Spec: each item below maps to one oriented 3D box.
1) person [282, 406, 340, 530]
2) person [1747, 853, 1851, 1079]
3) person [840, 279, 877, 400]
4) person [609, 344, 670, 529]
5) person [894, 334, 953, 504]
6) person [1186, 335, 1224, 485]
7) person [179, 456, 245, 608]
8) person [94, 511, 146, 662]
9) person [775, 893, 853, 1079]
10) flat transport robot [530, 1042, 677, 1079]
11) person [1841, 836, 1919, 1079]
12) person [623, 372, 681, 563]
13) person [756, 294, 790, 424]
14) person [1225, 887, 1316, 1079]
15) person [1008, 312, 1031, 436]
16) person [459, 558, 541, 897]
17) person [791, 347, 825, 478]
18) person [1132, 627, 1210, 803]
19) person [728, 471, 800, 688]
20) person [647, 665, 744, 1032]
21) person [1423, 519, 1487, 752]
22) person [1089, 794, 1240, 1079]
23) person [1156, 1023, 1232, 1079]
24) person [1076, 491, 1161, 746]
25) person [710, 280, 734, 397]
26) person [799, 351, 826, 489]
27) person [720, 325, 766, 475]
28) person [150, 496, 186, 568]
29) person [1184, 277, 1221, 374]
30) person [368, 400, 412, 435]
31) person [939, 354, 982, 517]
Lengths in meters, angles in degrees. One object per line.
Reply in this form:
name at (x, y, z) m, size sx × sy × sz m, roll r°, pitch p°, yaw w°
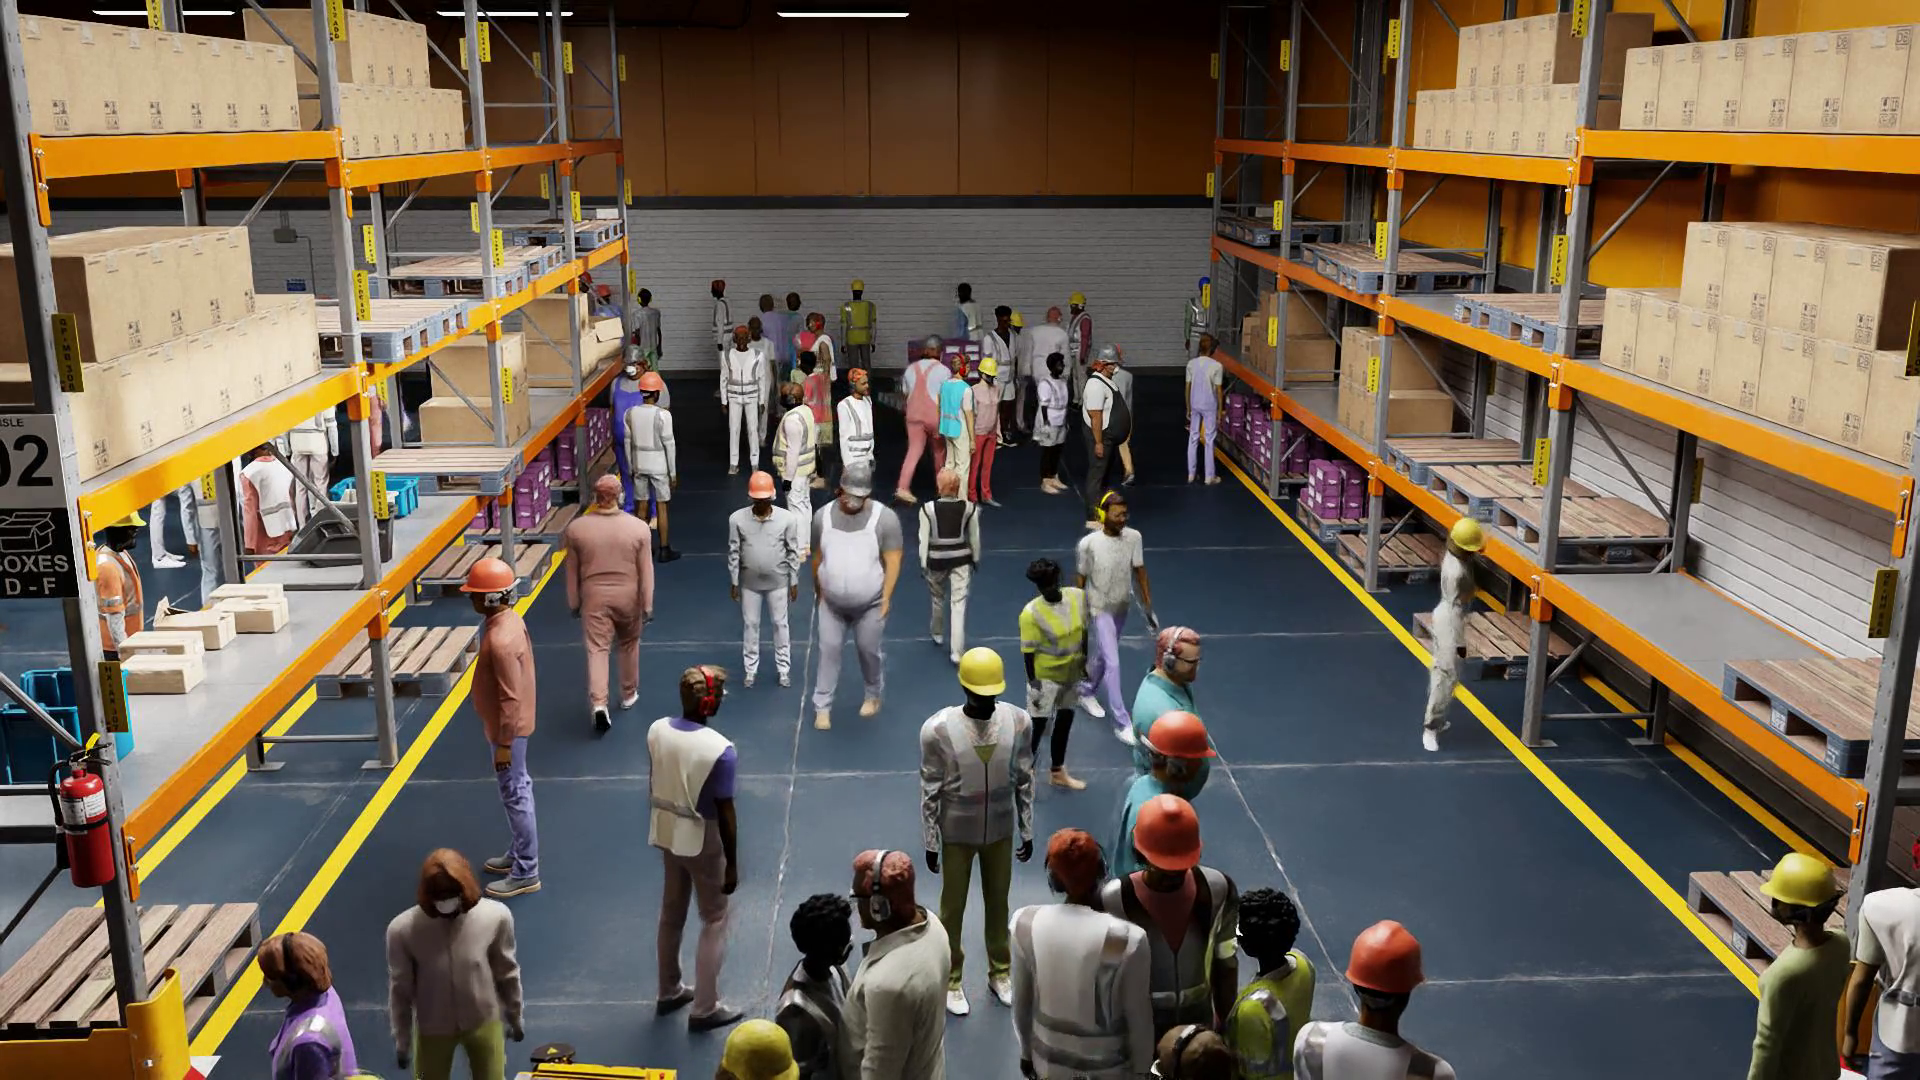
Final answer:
person at (-6.965, -0.990, 17.865) m, size 0.590 × 1.914 × 0.400 m, roll 0°, pitch 14°, yaw -2°
person at (3.143, 2.025, 6.334) m, size 0.527 × 1.761 × 0.340 m, roll -10°, pitch 18°, yaw -35°
person at (-1.611, -3.155, 26.331) m, size 0.590 × 1.927 × 0.367 m, roll -5°, pitch 15°, yaw -19°
person at (-3.527, -1.125, 18.135) m, size 0.683 × 2.000 × 0.538 m, roll 3°, pitch 15°, yaw 13°
person at (-0.431, -1.456, 19.436) m, size 0.691 × 2.000 × 1.053 m, roll 8°, pitch 16°, yaw 28°
person at (2.998, -1.593, 20.384) m, size 0.530 × 1.839 × 0.336 m, roll 11°, pitch 18°, yaw 36°
person at (-6.427, -0.097, 14.371) m, size 0.386 × 1.904 × 0.603 m, roll 9°, pitch 17°, yaw 32°
person at (-5.705, 0.659, 11.389) m, size 0.409 × 1.917 × 0.585 m, roll -6°, pitch 15°, yaw -22°
person at (-0.531, 2.097, 6.187) m, size 0.319 × 1.692 × 0.537 m, roll 3°, pitch 15°, yaw 12°
flat transport robot at (-1.714, 2.601, 7.036) m, size 0.652 × 0.197 × 1.431 m, roll 2°, pitch 14°, yaw 7°
person at (3.737, 1.957, 6.446) m, size 0.562 × 1.837 × 0.386 m, roll 6°, pitch 15°, yaw 22°
person at (-3.105, -0.736, 16.814) m, size 0.551 × 1.935 × 0.375 m, roll 5°, pitch 15°, yaw 19°
person at (-2.874, -2.661, 24.440) m, size 0.880 × 1.894 × 0.616 m, roll 8°, pitch 17°, yaw 30°
person at (1.146, 2.093, 6.204) m, size 0.319 × 1.694 × 0.532 m, roll 9°, pitch 17°, yaw 31°
person at (0.776, -2.343, 23.488) m, size 0.537 × 1.754 × 0.339 m, roll -10°, pitch 17°, yaw -35°
person at (-2.635, 1.069, 9.612) m, size 0.383 × 1.993 × 0.622 m, roll -4°, pitch 15°, yaw -13°
person at (-1.919, -1.594, 20.786) m, size 0.498 × 1.634 × 0.280 m, roll 7°, pitch 16°, yaw 25°
person at (1.089, 1.364, 8.646) m, size 0.399 × 1.902 × 0.643 m, roll 3°, pitch 15°, yaw 10°
person at (-1.540, 0.310, 13.090) m, size 0.566 × 1.745 × 0.349 m, roll 0°, pitch 14°, yaw -1°
person at (-1.341, 1.507, 8.219) m, size 0.662 × 1.831 × 0.399 m, roll 11°, pitch 18°, yaw 37°
person at (3.545, 0.638, 11.903) m, size 0.338 × 1.696 × 0.642 m, roll 4°, pitch 15°, yaw 16°
person at (0.766, 1.900, 6.292) m, size 0.611 × 2.030 × 0.409 m, roll -3°, pitch 15°, yaw -13°
person at (0.733, 2.323, 4.891) m, size 0.636 × 1.903 × 0.676 m, roll -5°, pitch 15°, yaw -18°
person at (1.109, 0.519, 12.141) m, size 0.535 × 1.822 × 1.000 m, roll -8°, pitch 16°, yaw -28°
person at (-3.831, -3.249, 26.800) m, size 0.352 × 1.882 × 0.577 m, roll 0°, pitch 14°, yaw 1°
person at (-1.869, -1.454, 20.145) m, size 0.560 × 1.670 × 0.567 m, roll 2°, pitch 14°, yaw 8°
person at (-2.729, -1.757, 20.929) m, size 0.575 × 1.884 × 0.355 m, roll -1°, pitch 14°, yaw -4°
person at (-8.016, -0.650, 16.622) m, size 0.310 × 1.864 × 0.532 m, roll -7°, pitch 16°, yaw -25°
person at (3.873, -3.232, 26.587) m, size 0.604 × 1.949 × 0.389 m, roll -3°, pitch 15°, yaw -12°
person at (-8.208, -2.368, 23.514) m, size 0.915 × 1.809 × 0.536 m, roll -13°, pitch 19°, yaw -41°
person at (-0.024, -1.160, 18.659) m, size 0.390 × 1.846 × 0.565 m, roll -10°, pitch 18°, yaw -35°
